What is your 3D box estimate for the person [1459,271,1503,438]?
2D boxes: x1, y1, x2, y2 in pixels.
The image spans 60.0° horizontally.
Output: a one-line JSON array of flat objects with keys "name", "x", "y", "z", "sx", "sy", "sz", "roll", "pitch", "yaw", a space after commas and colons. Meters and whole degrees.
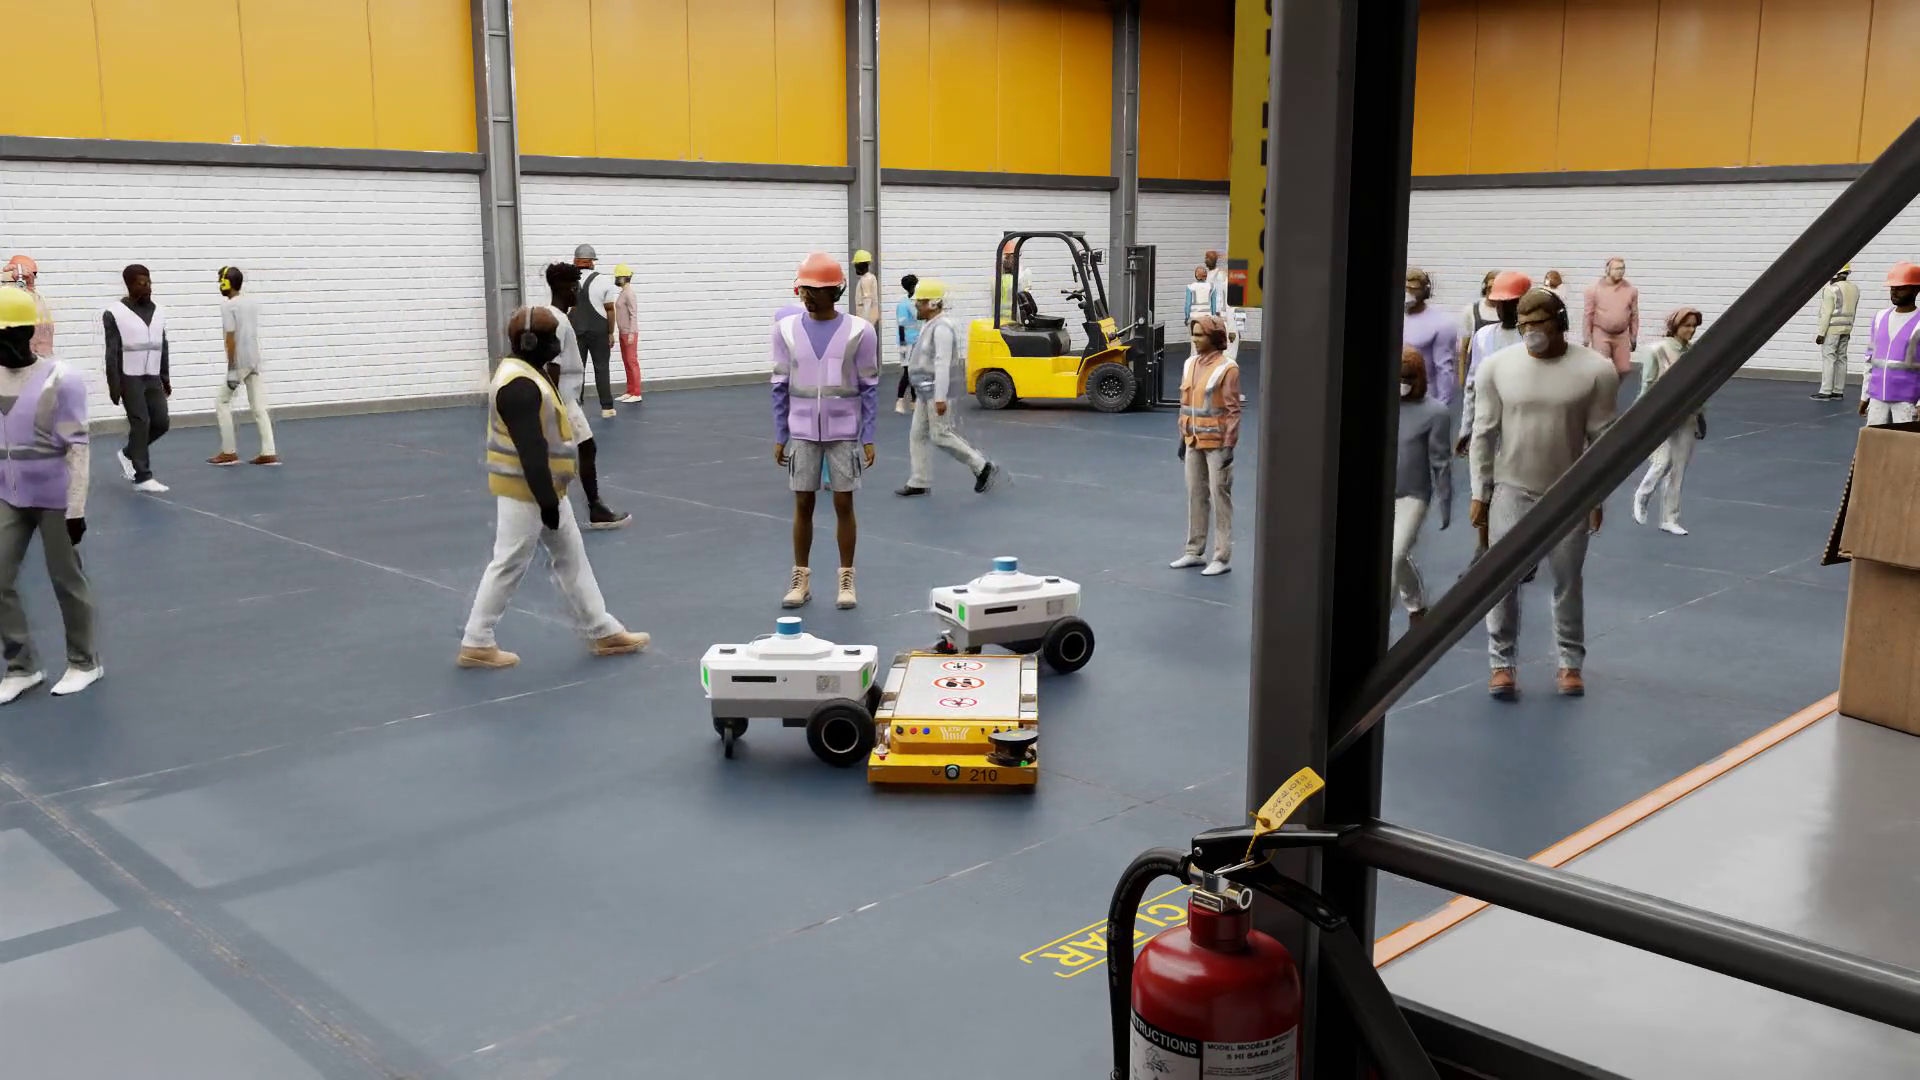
[{"name": "person", "x": 4.707, "y": -1.461, "z": 14.733, "sx": 0.528, "sy": 1.803, "sz": 0.920, "roll": 2, "pitch": 11, "yaw": 9}]

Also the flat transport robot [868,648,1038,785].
[{"name": "flat transport robot", "x": 0.002, "y": 0.719, "z": 7.053, "sx": 0.652, "sy": 0.197, "sz": 1.431, "roll": 0, "pitch": 10, "yaw": 3}]

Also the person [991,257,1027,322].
[{"name": "person", "x": 0.680, "y": -3.045, "z": 23.334, "sx": 0.579, "sy": 1.828, "sz": 0.641, "roll": -9, "pitch": 14, "yaw": -40}]

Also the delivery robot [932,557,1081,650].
[{"name": "delivery robot", "x": 0.227, "y": 0.327, "z": 8.161, "sx": 0.707, "sy": 0.478, "sz": 0.477, "roll": -5, "pitch": 12, "yaw": -27}]

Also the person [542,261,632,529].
[{"name": "person", "x": -2.764, "y": -1.032, "z": 12.038, "sx": 0.846, "sy": 1.932, "sz": 0.648, "roll": -3, "pitch": 11, "yaw": -18}]

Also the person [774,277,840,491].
[{"name": "person", "x": -1.257, "y": -1.321, "z": 13.878, "sx": 0.564, "sy": 1.847, "sz": 0.396, "roll": 0, "pitch": 10, "yaw": -2}]

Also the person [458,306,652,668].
[{"name": "person", "x": -2.072, "y": -0.257, "z": 8.240, "sx": 0.937, "sy": 1.792, "sz": 0.639, "roll": -1, "pitch": 10, "yaw": -5}]

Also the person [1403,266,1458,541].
[{"name": "person", "x": 3.072, "y": -0.914, "z": 11.448, "sx": 0.664, "sy": 1.921, "sz": 0.471, "roll": 9, "pitch": 14, "yaw": 41}]

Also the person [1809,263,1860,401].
[{"name": "person", "x": 11.296, "y": -2.709, "z": 21.486, "sx": 0.594, "sy": 1.832, "sz": 0.404, "roll": -5, "pitch": 12, "yaw": -26}]

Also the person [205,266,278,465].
[{"name": "person", "x": -6.722, "y": -1.595, "z": 15.397, "sx": 0.775, "sy": 1.834, "sz": 0.564, "roll": 2, "pitch": 11, "yaw": 10}]

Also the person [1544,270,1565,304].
[{"name": "person", "x": 8.756, "y": -3.176, "z": 24.591, "sx": 0.387, "sy": 1.625, "sz": 0.498, "roll": -1, "pitch": 10, "yaw": -8}]

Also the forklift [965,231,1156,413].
[{"name": "forklift", "x": 1.222, "y": -2.721, "z": 20.561, "sx": 2.313, "sy": 2.155, "sz": 1.214, "roll": 2, "pitch": 11, "yaw": 13}]

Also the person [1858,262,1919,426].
[{"name": "person", "x": 6.890, "y": -1.070, "z": 12.258, "sx": 0.360, "sy": 1.939, "sz": 0.543, "roll": -5, "pitch": 12, "yaw": -27}]

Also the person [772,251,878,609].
[{"name": "person", "x": -0.772, "y": -0.612, "z": 9.485, "sx": 0.609, "sy": 2.040, "sz": 0.395, "roll": 1, "pitch": 10, "yaw": 6}]

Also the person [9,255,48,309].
[{"name": "person", "x": -9.174, "y": -1.836, "z": 16.436, "sx": 0.354, "sy": 1.939, "sz": 0.544, "roll": -7, "pitch": 12, "yaw": -34}]

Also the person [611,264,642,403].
[{"name": "person", "x": -4.282, "y": -2.637, "z": 21.278, "sx": 0.321, "sy": 1.766, "sz": 0.535, "roll": -5, "pitch": 12, "yaw": -26}]

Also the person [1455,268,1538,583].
[{"name": "person", "x": 3.343, "y": -0.697, "z": 10.236, "sx": 0.396, "sy": 1.934, "sz": 0.562, "roll": -8, "pitch": 13, "yaw": -39}]

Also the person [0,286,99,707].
[{"name": "person", "x": -4.245, "y": -0.191, "z": 7.558, "sx": 0.614, "sy": 1.899, "sz": 0.691, "roll": 2, "pitch": 11, "yaw": 9}]

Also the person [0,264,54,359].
[{"name": "person", "x": -7.276, "y": -1.187, "z": 12.985, "sx": 0.409, "sy": 1.909, "sz": 0.643, "roll": -8, "pitch": 13, "yaw": -37}]

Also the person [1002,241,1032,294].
[{"name": "person", "x": 0.763, "y": -3.383, "z": 24.585, "sx": 0.605, "sy": 2.045, "sz": 0.377, "roll": 6, "pitch": 12, "yaw": 31}]

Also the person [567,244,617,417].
[{"name": "person", "x": -4.377, "y": -2.459, "z": 19.552, "sx": 0.683, "sy": 2.000, "sz": 0.536, "roll": 0, "pitch": 10, "yaw": -1}]

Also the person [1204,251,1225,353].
[{"name": "person", "x": 4.181, "y": -3.877, "z": 27.744, "sx": 0.423, "sy": 1.870, "sz": 0.599, "roll": -5, "pitch": 11, "yaw": -24}]

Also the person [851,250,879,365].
[{"name": "person", "x": -1.348, "y": -3.126, "z": 23.507, "sx": 0.386, "sy": 1.923, "sz": 0.594, "roll": 1, "pitch": 10, "yaw": 3}]

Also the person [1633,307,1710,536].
[{"name": "person", "x": 5.091, "y": -0.848, "z": 11.879, "sx": 0.540, "sy": 1.624, "sz": 0.388, "roll": -2, "pitch": 11, "yaw": -12}]

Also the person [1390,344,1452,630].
[{"name": "person", "x": 2.299, "y": -0.223, "z": 8.591, "sx": 0.521, "sy": 1.591, "sz": 0.823, "roll": 9, "pitch": 14, "yaw": 41}]

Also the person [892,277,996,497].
[{"name": "person", "x": -0.133, "y": -1.224, "z": 13.483, "sx": 0.761, "sy": 1.809, "sz": 0.598, "roll": -2, "pitch": 11, "yaw": -12}]

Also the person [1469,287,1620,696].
[{"name": "person", "x": 2.656, "y": -0.200, "z": 7.645, "sx": 0.635, "sy": 1.904, "sz": 0.592, "roll": 4, "pitch": 11, "yaw": 19}]

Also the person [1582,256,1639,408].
[{"name": "person", "x": 7.726, "y": -2.424, "z": 19.763, "sx": 0.666, "sy": 1.893, "sz": 0.661, "roll": 0, "pitch": 10, "yaw": 2}]

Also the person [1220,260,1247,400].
[{"name": "person", "x": 3.522, "y": -2.719, "z": 21.403, "sx": 0.356, "sy": 1.883, "sz": 0.573, "roll": 3, "pitch": 11, "yaw": 14}]

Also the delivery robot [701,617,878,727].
[{"name": "delivery robot", "x": -0.704, "y": 0.562, "z": 6.879, "sx": 0.707, "sy": 0.478, "sz": 0.477, "roll": 0, "pitch": 10, "yaw": 3}]

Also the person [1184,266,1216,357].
[{"name": "person", "x": 3.824, "y": -3.525, "z": 26.460, "sx": 0.521, "sy": 1.639, "sz": 0.311, "roll": -1, "pitch": 10, "yaw": -8}]

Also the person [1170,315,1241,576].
[{"name": "person", "x": 1.564, "y": -0.598, "z": 10.500, "sx": 0.310, "sy": 1.638, "sz": 0.522, "roll": -6, "pitch": 12, "yaw": -31}]

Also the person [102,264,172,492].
[{"name": "person", "x": -6.914, "y": -1.354, "z": 13.909, "sx": 0.584, "sy": 1.904, "sz": 0.598, "roll": 4, "pitch": 11, "yaw": 22}]

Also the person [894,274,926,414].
[{"name": "person", "x": -0.577, "y": -2.347, "z": 19.983, "sx": 0.331, "sy": 1.670, "sz": 0.617, "roll": 3, "pitch": 11, "yaw": 18}]
